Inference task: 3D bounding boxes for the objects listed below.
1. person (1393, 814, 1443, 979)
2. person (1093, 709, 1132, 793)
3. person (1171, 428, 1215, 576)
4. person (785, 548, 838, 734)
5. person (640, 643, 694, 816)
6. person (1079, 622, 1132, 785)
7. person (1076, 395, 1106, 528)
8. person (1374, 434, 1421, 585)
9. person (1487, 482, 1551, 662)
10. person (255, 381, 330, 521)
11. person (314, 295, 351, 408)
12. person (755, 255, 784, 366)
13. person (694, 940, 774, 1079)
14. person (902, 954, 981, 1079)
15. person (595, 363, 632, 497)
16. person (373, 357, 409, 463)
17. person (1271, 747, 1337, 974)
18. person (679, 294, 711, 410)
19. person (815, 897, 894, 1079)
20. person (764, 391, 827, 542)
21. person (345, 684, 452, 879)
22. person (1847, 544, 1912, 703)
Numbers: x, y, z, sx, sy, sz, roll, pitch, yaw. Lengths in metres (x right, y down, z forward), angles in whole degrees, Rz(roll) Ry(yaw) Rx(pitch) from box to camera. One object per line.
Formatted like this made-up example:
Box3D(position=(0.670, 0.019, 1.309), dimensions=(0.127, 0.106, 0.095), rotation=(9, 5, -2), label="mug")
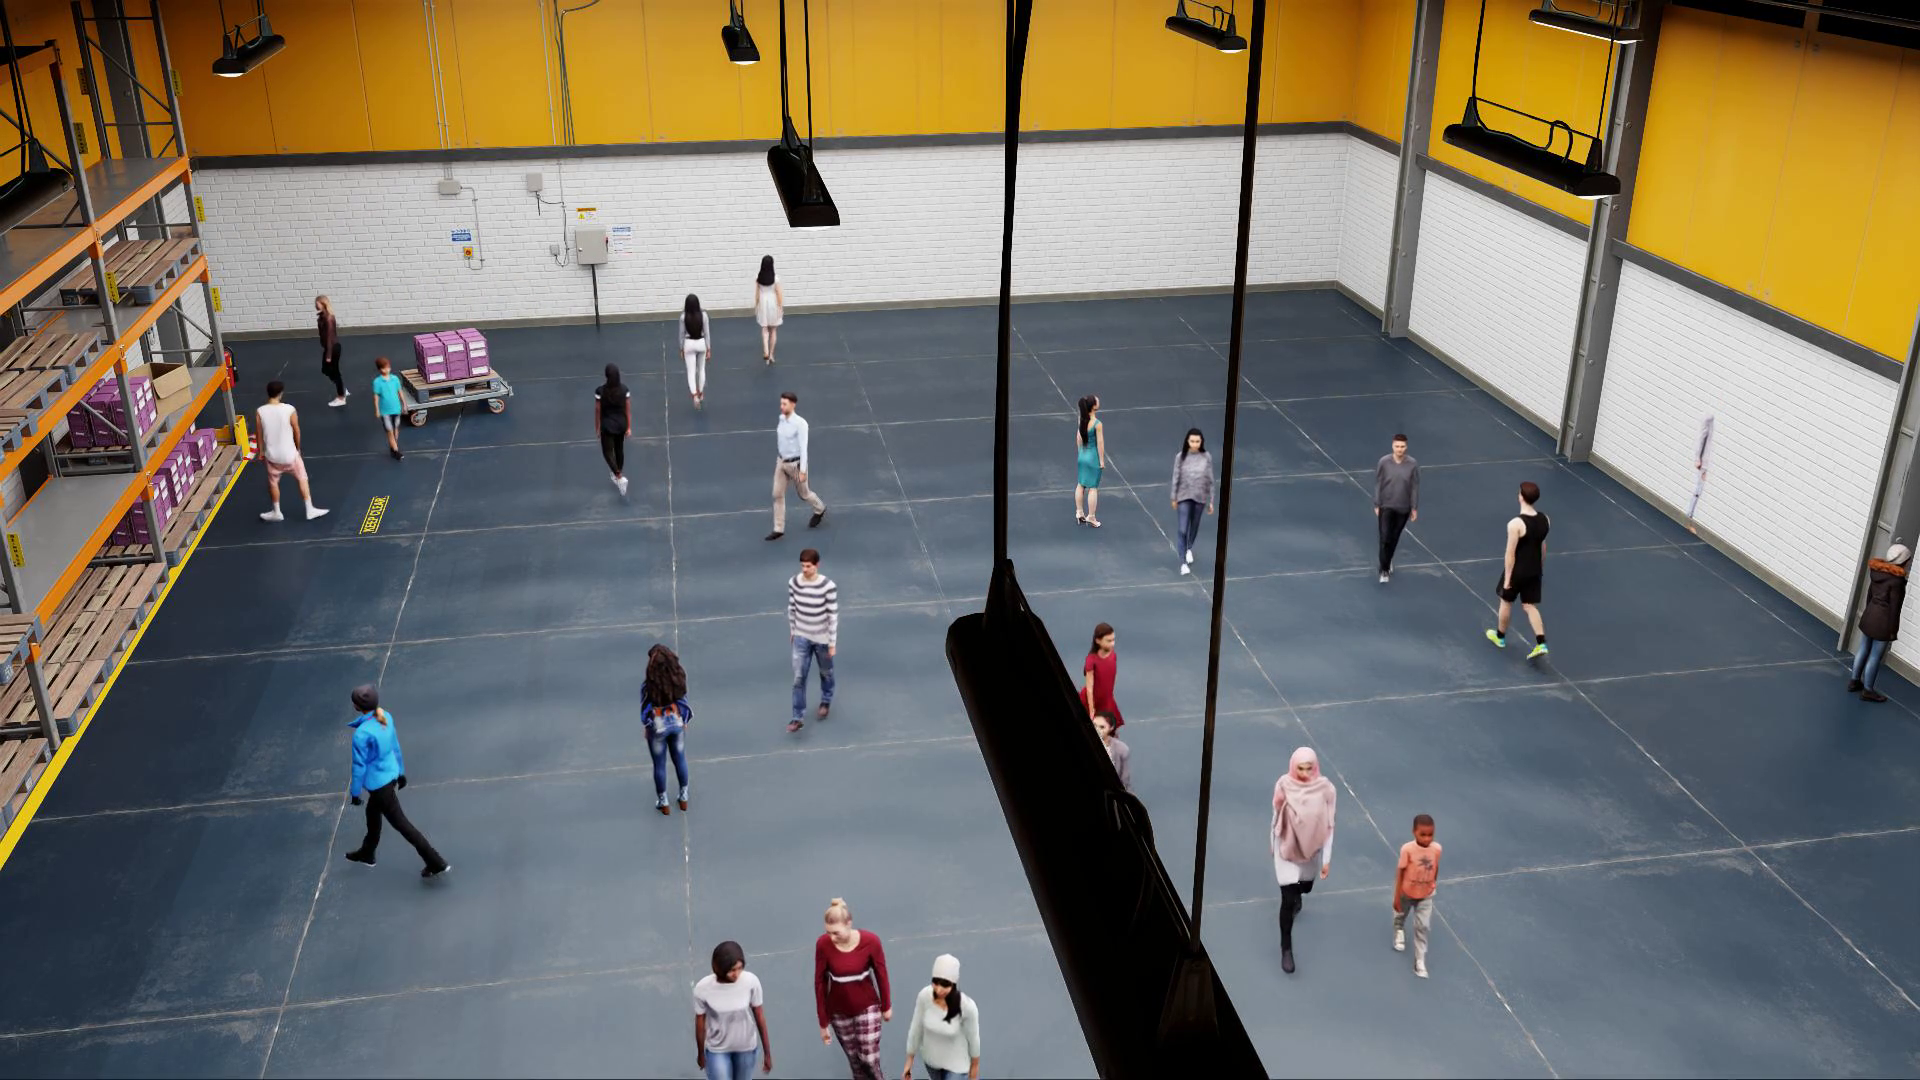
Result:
Box3D(position=(3.453, 2.622, 12.676), dimensions=(0.647, 1.279, 0.961), rotation=(2, 24, 4), label="person")
Box3D(position=(1.186, 2.092, 13.456), dimensions=(1.015, 1.625, 1.175), rotation=(10, 25, 21), label="person")
Box3D(position=(2.688, -0.503, 19.304), dimensions=(0.685, 1.697, 1.083), rotation=(-2, 24, -4), label="person")
Box3D(position=(-1.367, 0.889, 15.964), dimensions=(0.941, 1.821, 1.132), rotation=(6, 24, 13), label="person")
Box3D(position=(-2.569, 1.635, 14.507), dimensions=(0.681, 1.622, 0.669), rotation=(-14, 27, -28), label="person")
Box3D(position=(1.192, 1.444, 15.066), dimensions=(0.836, 1.524, 1.119), rotation=(-16, 28, -32), label="person")
Box3D(position=(1.589, -0.981, 20.410), dimensions=(0.687, 1.686, 0.576), rotation=(-20, 30, -37), label="person")
Box3D(position=(4.973, -0.395, 19.026), dimensions=(0.854, 1.721, 1.173), rotation=(3, 24, 6), label="person")
Box3D(position=(5.854, 0.363, 17.121), dimensions=(0.790, 1.859, 1.149), rotation=(-8, 25, -18), label="person")
Box3D(position=(-8.429, -1.067, 20.513), dimensions=(0.999, 1.762, 0.647), rotation=(-12, 26, -25), label="person")
Box3D(position=(-9.214, -2.811, 24.586), dimensions=(0.764, 1.696, 0.610), rotation=(-12, 26, -25), label="person")
Box3D(position=(-3.050, -3.606, 26.323), dimensions=(0.761, 1.761, 0.849), rotation=(4, 24, 9), label="person")
Box3D(position=(-1.490, 3.241, 10.733), dimensions=(0.654, 1.702, 0.721), rotation=(-9, 25, -19), label="person")
Box3D(position=(-0.061, 3.303, 10.698), dimensions=(0.942, 1.616, 1.052), rotation=(13, 27, 27), label="person")
Box3D(position=(-4.436, -1.410, 21.361), dimensions=(0.851, 1.711, 1.123), rotation=(-13, 27, -27), label="person")
Box3D(position=(-7.782, -1.804, 22.617), dimensions=(0.810, 1.427, 0.949), rotation=(-20, 31, -38), label="person")
Box3D(position=(2.582, 2.338, 12.705), dimensions=(0.822, 1.776, 1.207), rotation=(1, 24, 3), label="person")
Box3D(position=(-3.893, -2.759, 24.463), dimensions=(0.619, 1.698, 1.101), rotation=(-5, 24, -11), label="person")
Box3D(position=(-0.710, 3.086, 11.136), dimensions=(0.711, 1.662, 0.703), rotation=(-1, 24, -3), label="person")
Box3D(position=(-1.968, -0.918, 20.104), dimensions=(1.194, 1.816, 1.192), rotation=(19, 30, 36), label="person")
Box3D(position=(-4.598, 2.013, 13.484), dimensions=(1.063, 1.749, 1.238), rotation=(7, 25, 15), label="person")
Box3D(position=(9.074, 0.799, 16.402), dimensions=(0.704, 1.636, 0.559), rotation=(-2, 24, -5), label="person")
